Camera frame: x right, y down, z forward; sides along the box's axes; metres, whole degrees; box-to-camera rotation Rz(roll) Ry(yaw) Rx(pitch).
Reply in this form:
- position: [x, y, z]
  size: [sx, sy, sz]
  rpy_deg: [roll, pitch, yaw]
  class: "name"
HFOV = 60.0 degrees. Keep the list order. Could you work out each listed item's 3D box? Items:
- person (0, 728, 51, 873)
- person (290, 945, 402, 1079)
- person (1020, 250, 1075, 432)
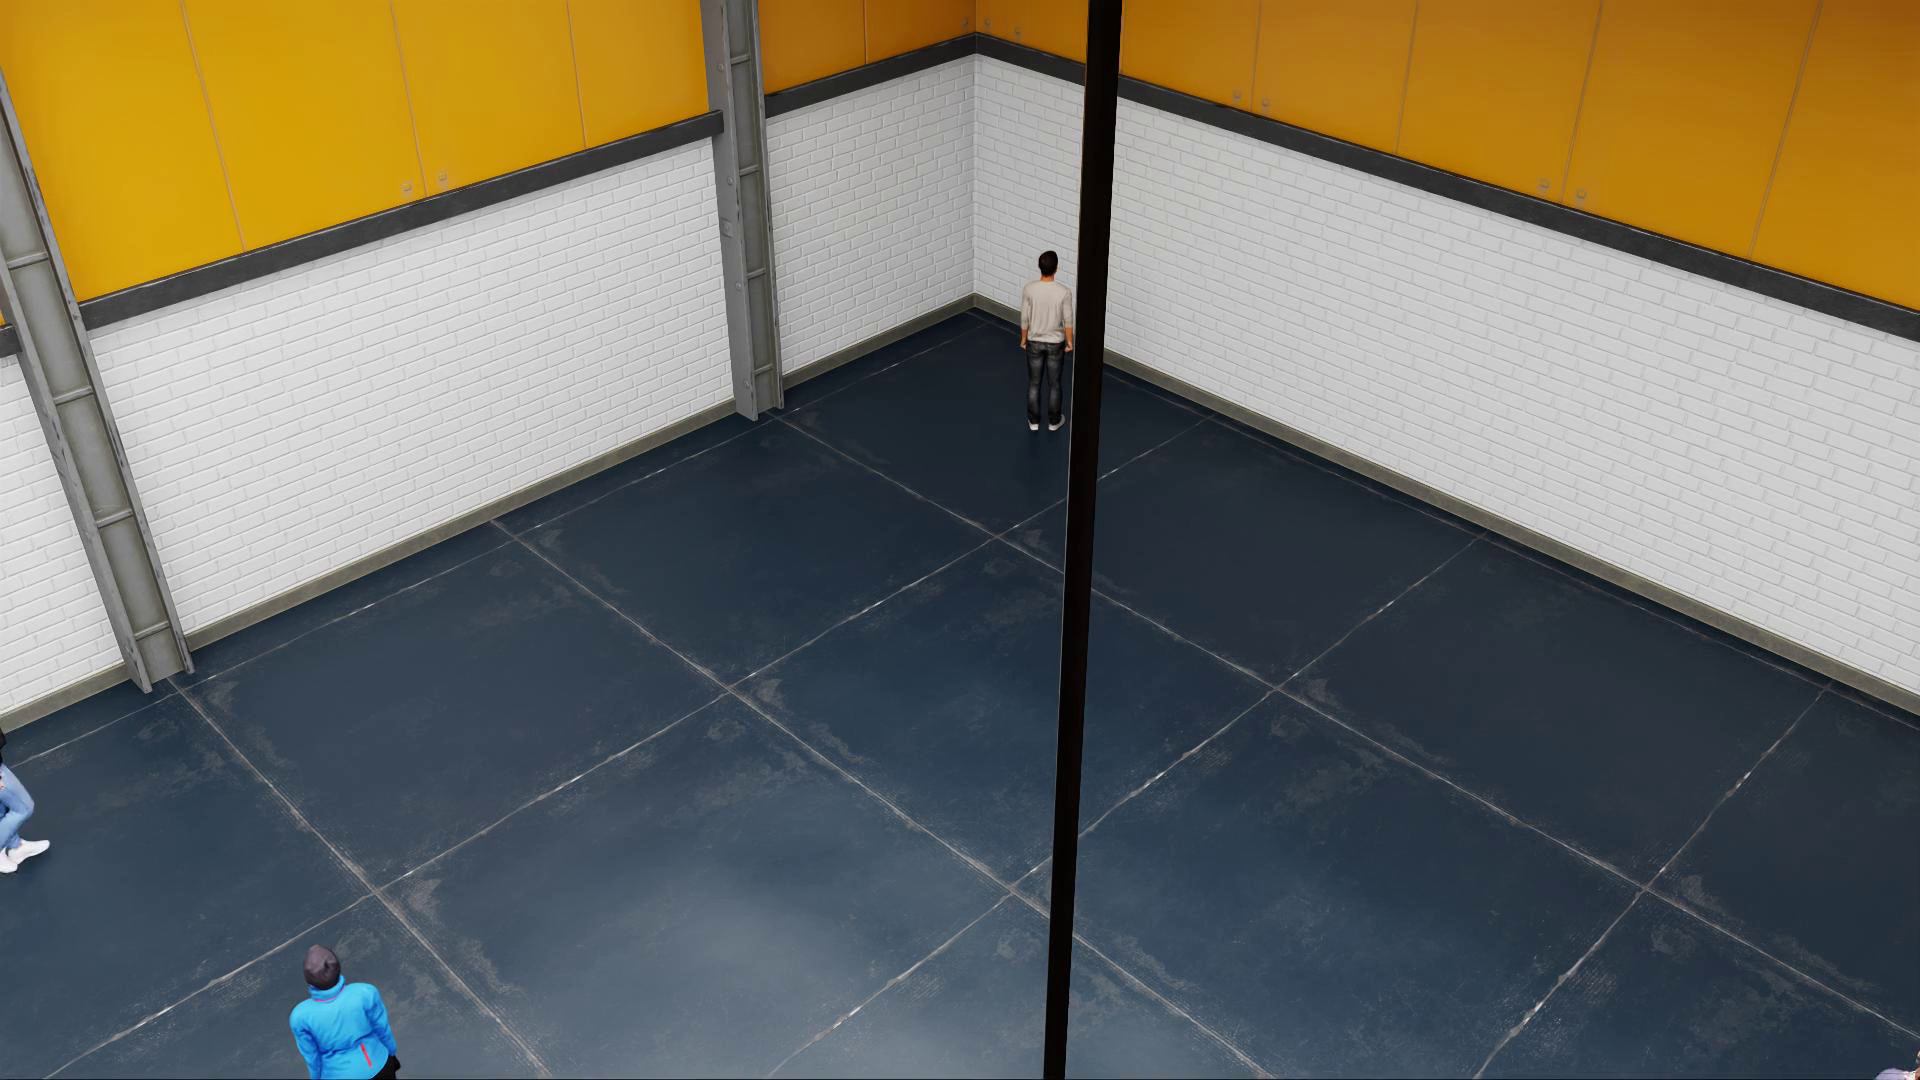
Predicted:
- position: [-6.396, 1.532, 10.784]
  size: [0.645, 1.625, 0.667]
  rpy_deg: [28, 43, 36]
  class: "person"
- position: [-3.182, 2.790, 8.744]
  size: [0.575, 1.789, 0.725]
  rpy_deg: [-17, 37, -24]
  class: "person"
- position: [0.811, -1.880, 15.750]
  size: [0.734, 1.811, 0.741]
  rpy_deg: [6, 34, 9]
  class: "person"
